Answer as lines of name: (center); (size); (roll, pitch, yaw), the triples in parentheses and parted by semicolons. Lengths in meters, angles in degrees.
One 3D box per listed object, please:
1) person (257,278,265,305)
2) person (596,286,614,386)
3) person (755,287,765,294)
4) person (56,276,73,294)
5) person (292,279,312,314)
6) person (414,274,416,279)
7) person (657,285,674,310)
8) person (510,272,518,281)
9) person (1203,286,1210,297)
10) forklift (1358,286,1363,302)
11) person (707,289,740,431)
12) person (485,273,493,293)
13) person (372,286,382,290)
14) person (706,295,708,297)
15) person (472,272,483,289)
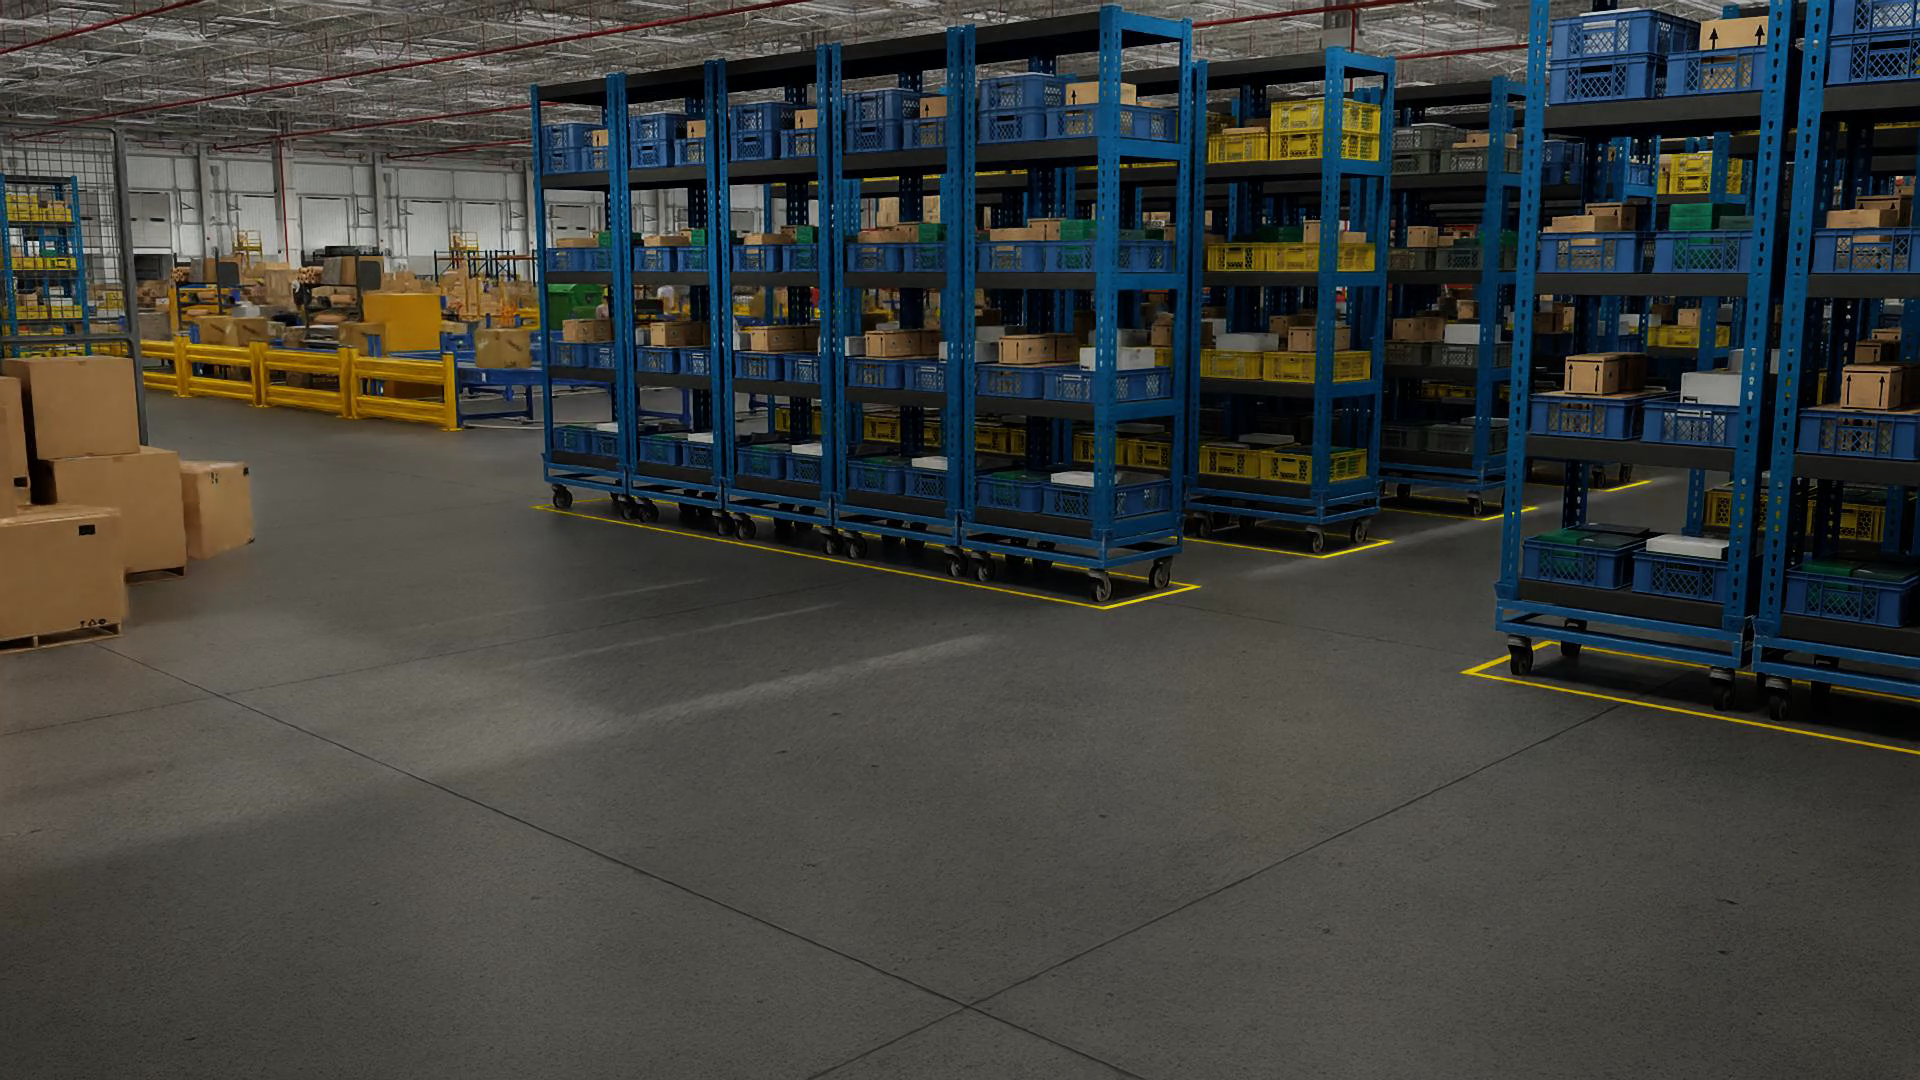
person: (-27.276, -9.358, 64.868); (0.379, 1.718, 0.720); (-4, 10, -21)
person: (-6.174, -3.601, 29.435); (0.528, 1.765, 0.328); (-5, 10, -27)
person: (-8.317, -10.158, 69.167); (0.556, 1.918, 0.615); (5, 11, 30)
person: (-24.048, -6.217, 44.730); (0.601, 2.015, 0.433); (8, 12, 41)
person: (-24.568, -9.071, 62.130); (0.688, 2.000, 0.539); (-4, 10, -25)
person: (-27.640, -12.555, 84.131); (0.450, 1.829, 0.659); (-4, 10, -22)
person: (-9.365, -7.398, 52.544); (0.737, 1.809, 0.589); (9, 13, 43)
person: (-25.347, -14.257, 94.344); (0.551, 1.913, 0.821); (3, 10, 15)
person: (8.929, -8.590, 60.298); (0.540, 1.675, 0.657); (-9, 13, -43)
forklift: (11.100, -7.017, 46.970); (1.873, 2.768, 1.129); (9, 13, 43)
person: (-2.622, -1.900, 18.570); (0.407, 1.910, 0.638); (-7, 11, -35)
person: (-23.501, -12.374, 82.933); (0.563, 1.864, 0.679); (2, 9, 12)
person: (-20.534, -8.464, 58.591); (0.496, 1.977, 0.622); (-3, 10, -19)
person: (-7.404, -6.864, 49.699); (0.551, 1.665, 0.736); (-8, 12, -39)
person: (-22.317, -11.427, 76.889); (0.630, 1.940, 0.372); (2, 9, 12)
